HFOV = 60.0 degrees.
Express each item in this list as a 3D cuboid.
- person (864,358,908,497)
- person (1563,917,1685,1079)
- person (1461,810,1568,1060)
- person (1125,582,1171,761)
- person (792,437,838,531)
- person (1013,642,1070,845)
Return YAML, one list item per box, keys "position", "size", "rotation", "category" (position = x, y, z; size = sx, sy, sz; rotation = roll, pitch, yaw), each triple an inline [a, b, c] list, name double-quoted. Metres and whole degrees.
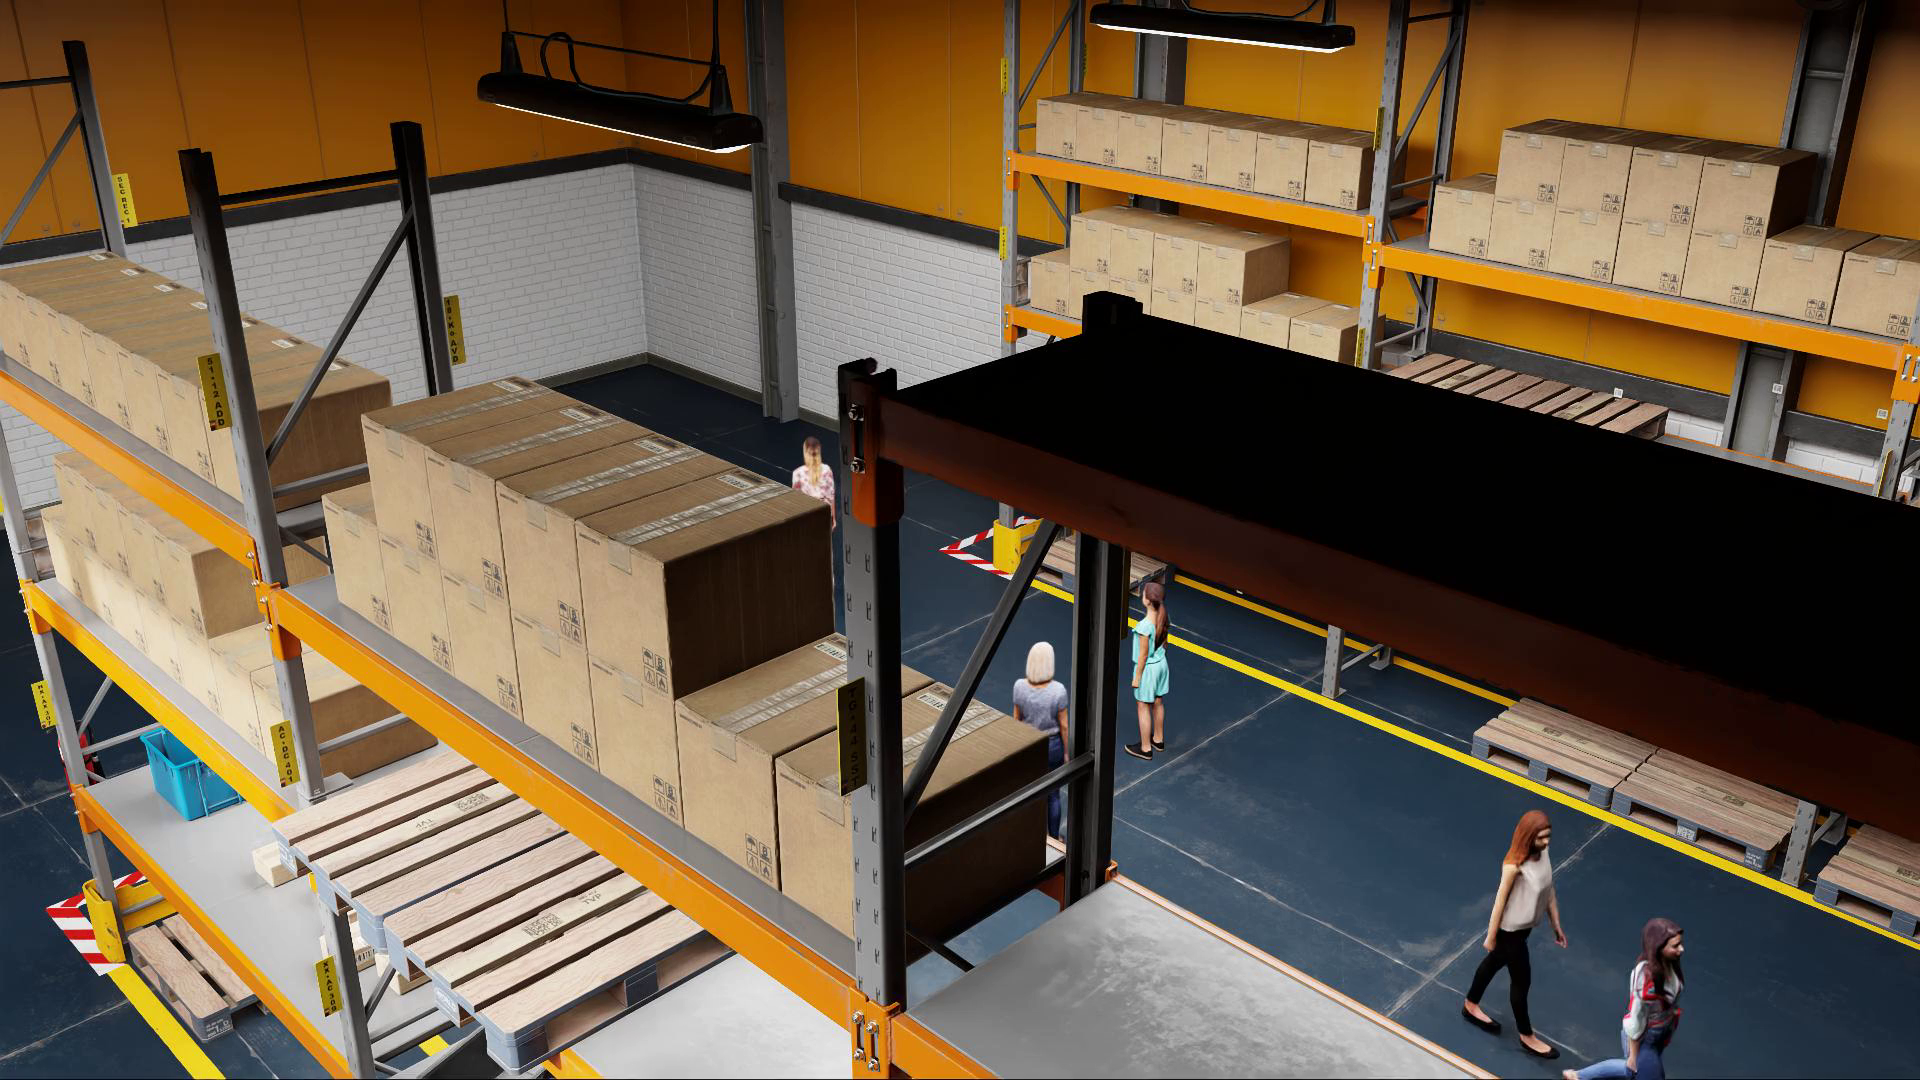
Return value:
- position: [-1.056, -1.052, 18.190]
  size: [1.097, 1.817, 0.942]
  rotation: [14, 27, 28]
  category: "person"
- position: [3.881, 2.837, 9.578]
  size: [0.991, 1.589, 0.606]
  rotation: [21, 31, 39]
  category: "person"
- position: [3.409, 2.389, 10.476]
  size: [0.891, 1.690, 0.563]
  rotation: [22, 32, 40]
  category: "person"
- position: [1.565, 1.061, 13.680]
  size: [0.512, 1.558, 0.541]
  rotation: [21, 31, 39]
  category: "person"
- position: [-1.419, -0.201, 16.499]
  size: [0.708, 1.612, 0.825]
  rotation: [-12, 26, -25]
  category: "person"
- position: [0.593, 1.542, 12.374]
  size: [0.611, 1.721, 0.724]
  rotation: [6, 24, 13]
  category: "person"
